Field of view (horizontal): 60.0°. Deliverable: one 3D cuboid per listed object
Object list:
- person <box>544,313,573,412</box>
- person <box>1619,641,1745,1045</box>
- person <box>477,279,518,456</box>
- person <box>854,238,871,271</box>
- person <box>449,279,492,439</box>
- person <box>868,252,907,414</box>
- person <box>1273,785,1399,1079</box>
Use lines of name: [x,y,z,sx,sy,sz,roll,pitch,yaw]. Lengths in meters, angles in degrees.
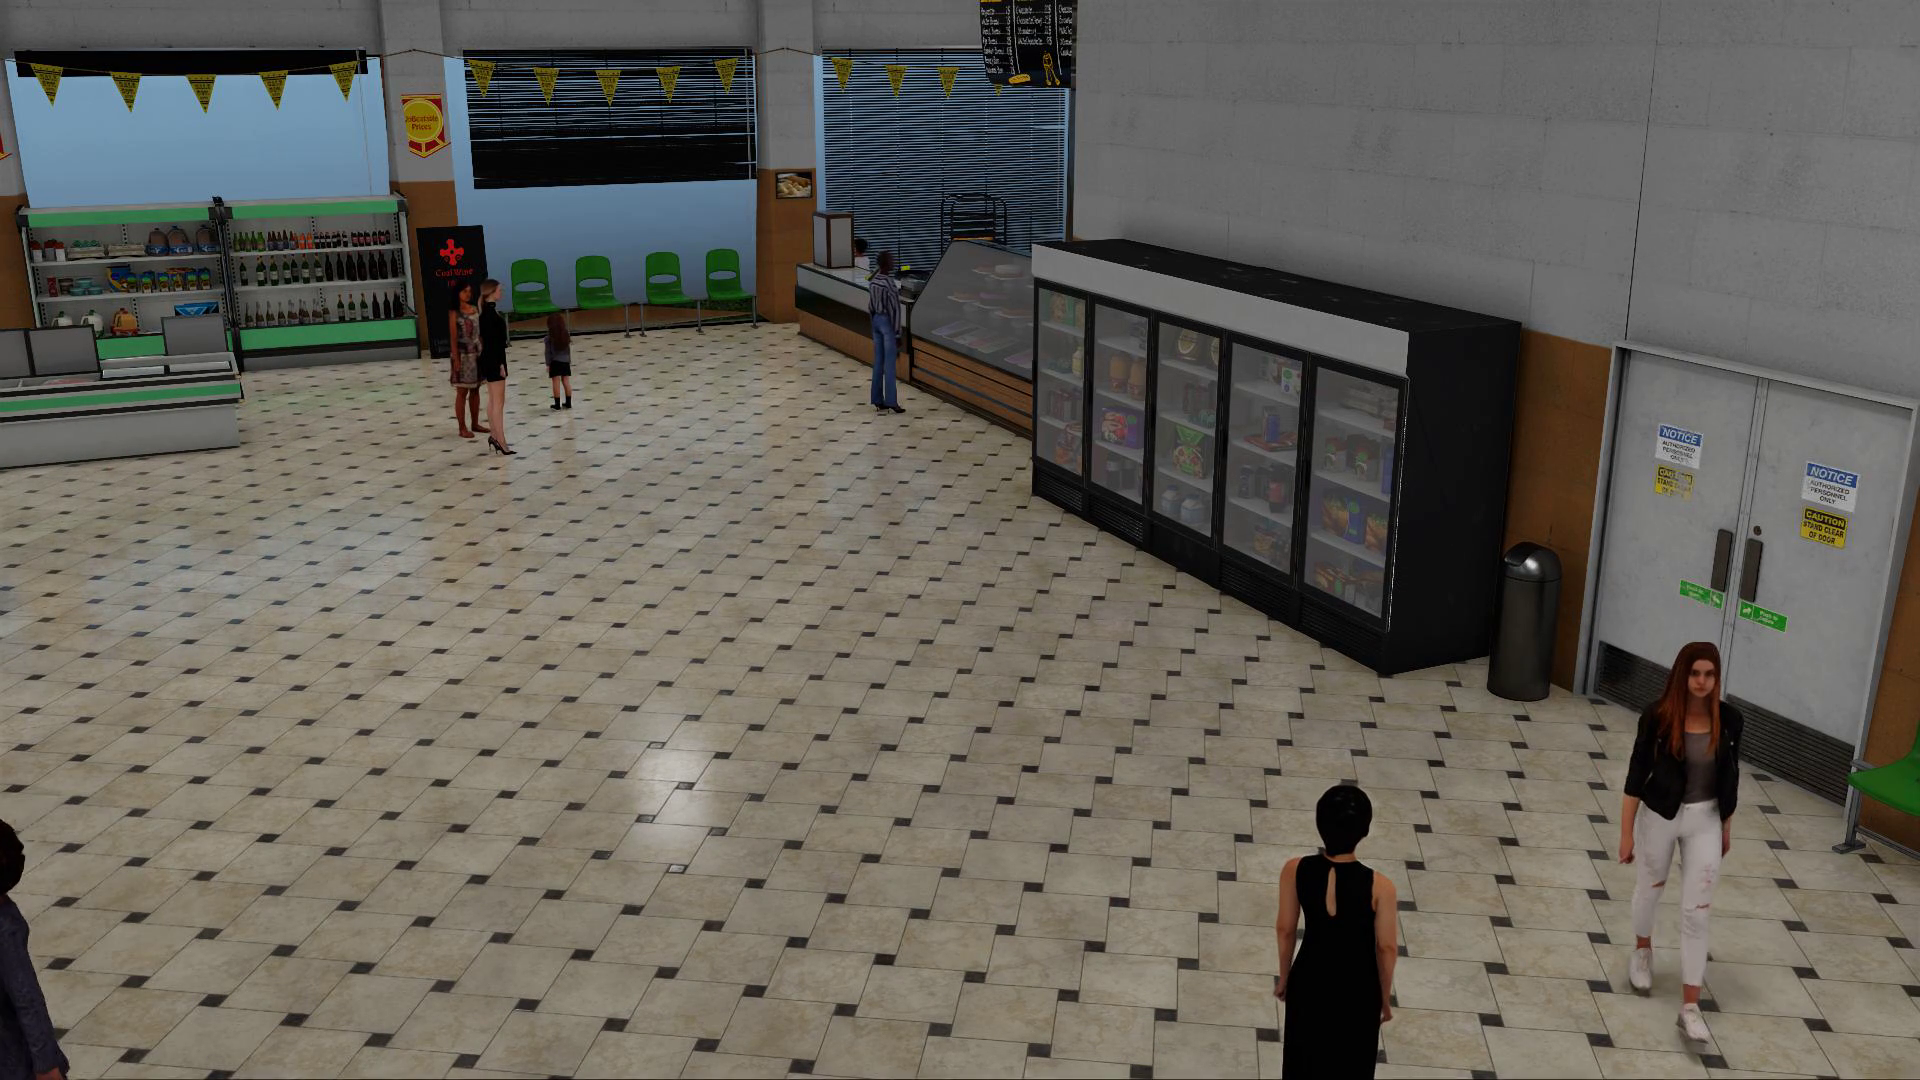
person: [-4.523,-2.015,18.748,0.459,1.107,0.574,-16,23,-42]
person: [3.079,1.205,7.166,1.030,1.676,1.045,4,17,13]
person: [-4.678,-1.749,16.733,0.520,1.769,0.575,-9,19,-28]
person: [-1.436,-3.772,24.268,0.615,1.262,0.525,16,23,42]
person: [-5.189,-1.925,17.530,0.783,1.643,0.691,8,19,25]
person: [-0.832,-2.319,18.564,0.616,1.795,0.675,-13,21,-37]
person: [1.322,1.622,5.917,0.659,1.603,0.700,8,19,25]
